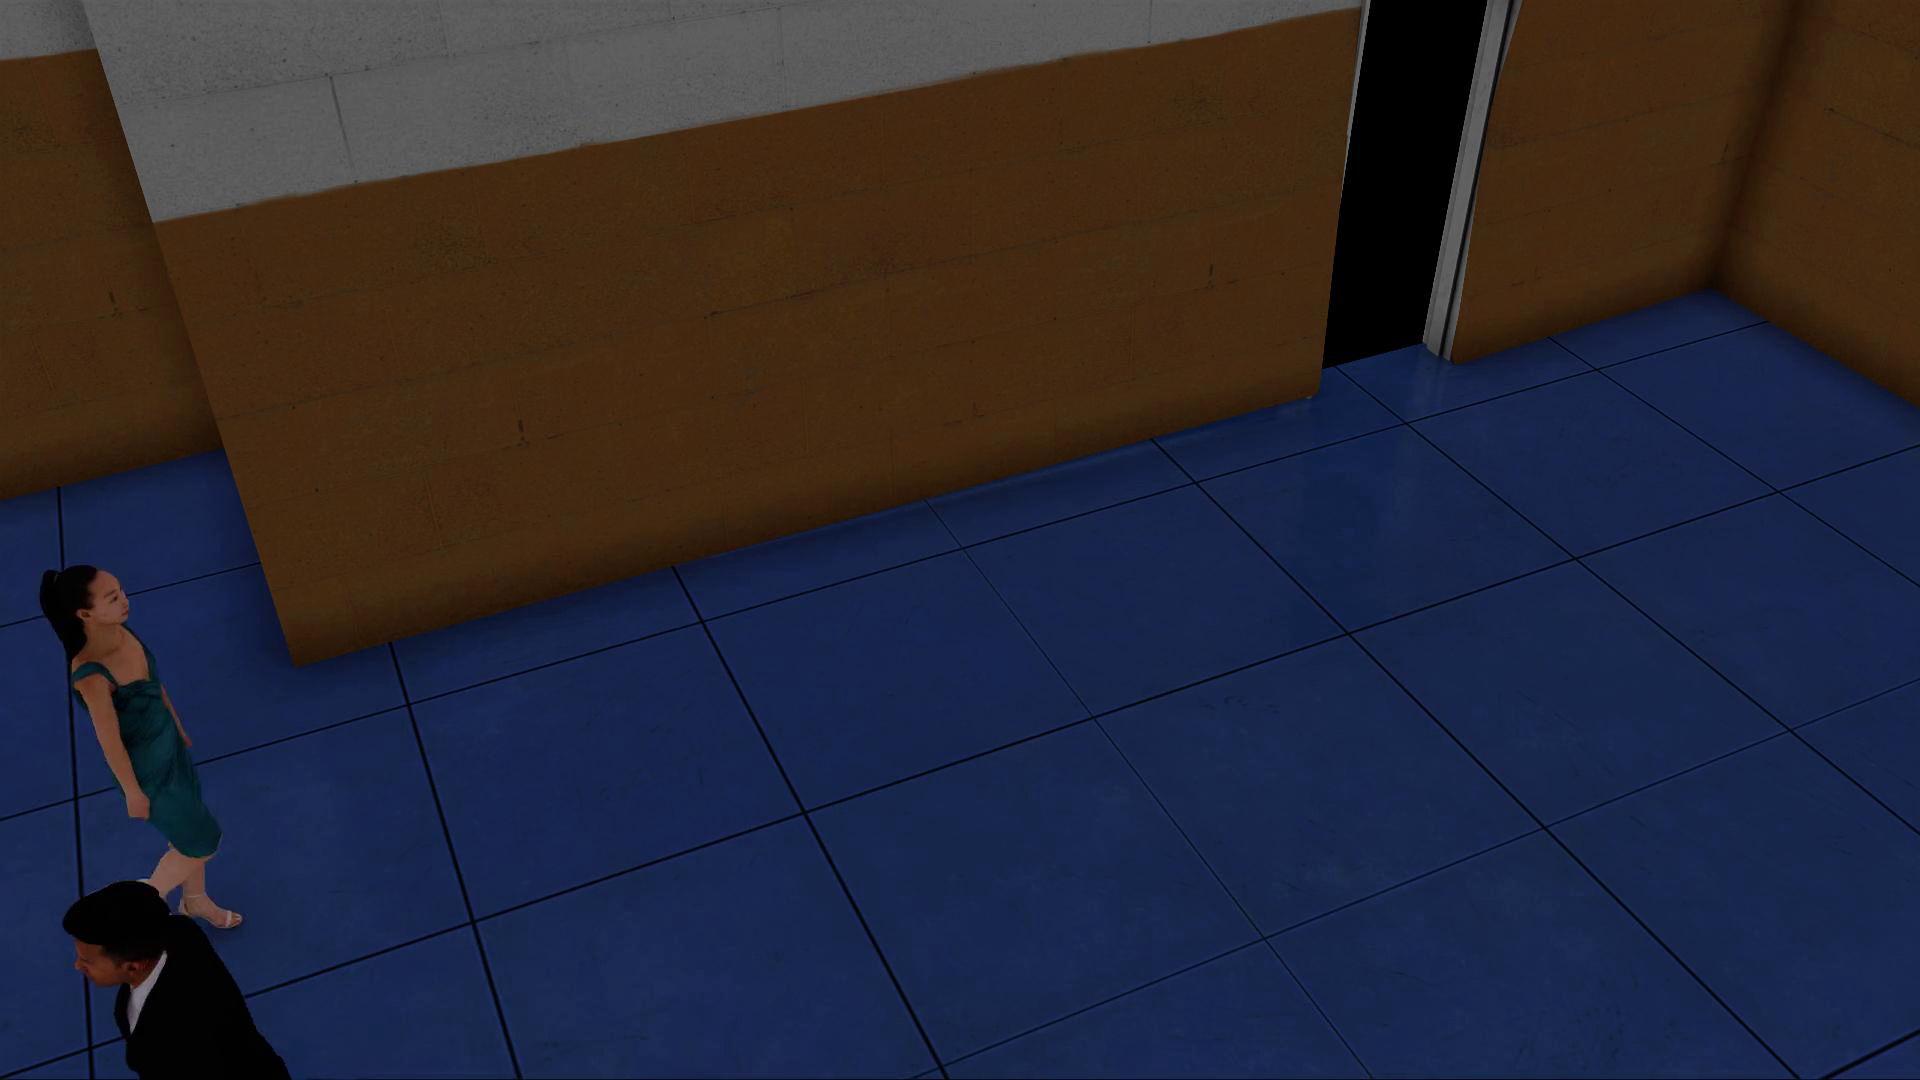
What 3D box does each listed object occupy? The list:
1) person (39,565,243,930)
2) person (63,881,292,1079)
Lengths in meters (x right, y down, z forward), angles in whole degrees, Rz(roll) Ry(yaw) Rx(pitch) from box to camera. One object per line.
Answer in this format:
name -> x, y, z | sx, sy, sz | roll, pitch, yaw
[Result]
person -> -2.874, 0.794, 5.744 | 0.726, 1.676, 0.670 | -4, 37, -6
person -> -1.886, 1.553, 4.577 | 0.846, 1.863, 0.669 | -23, 43, -27
